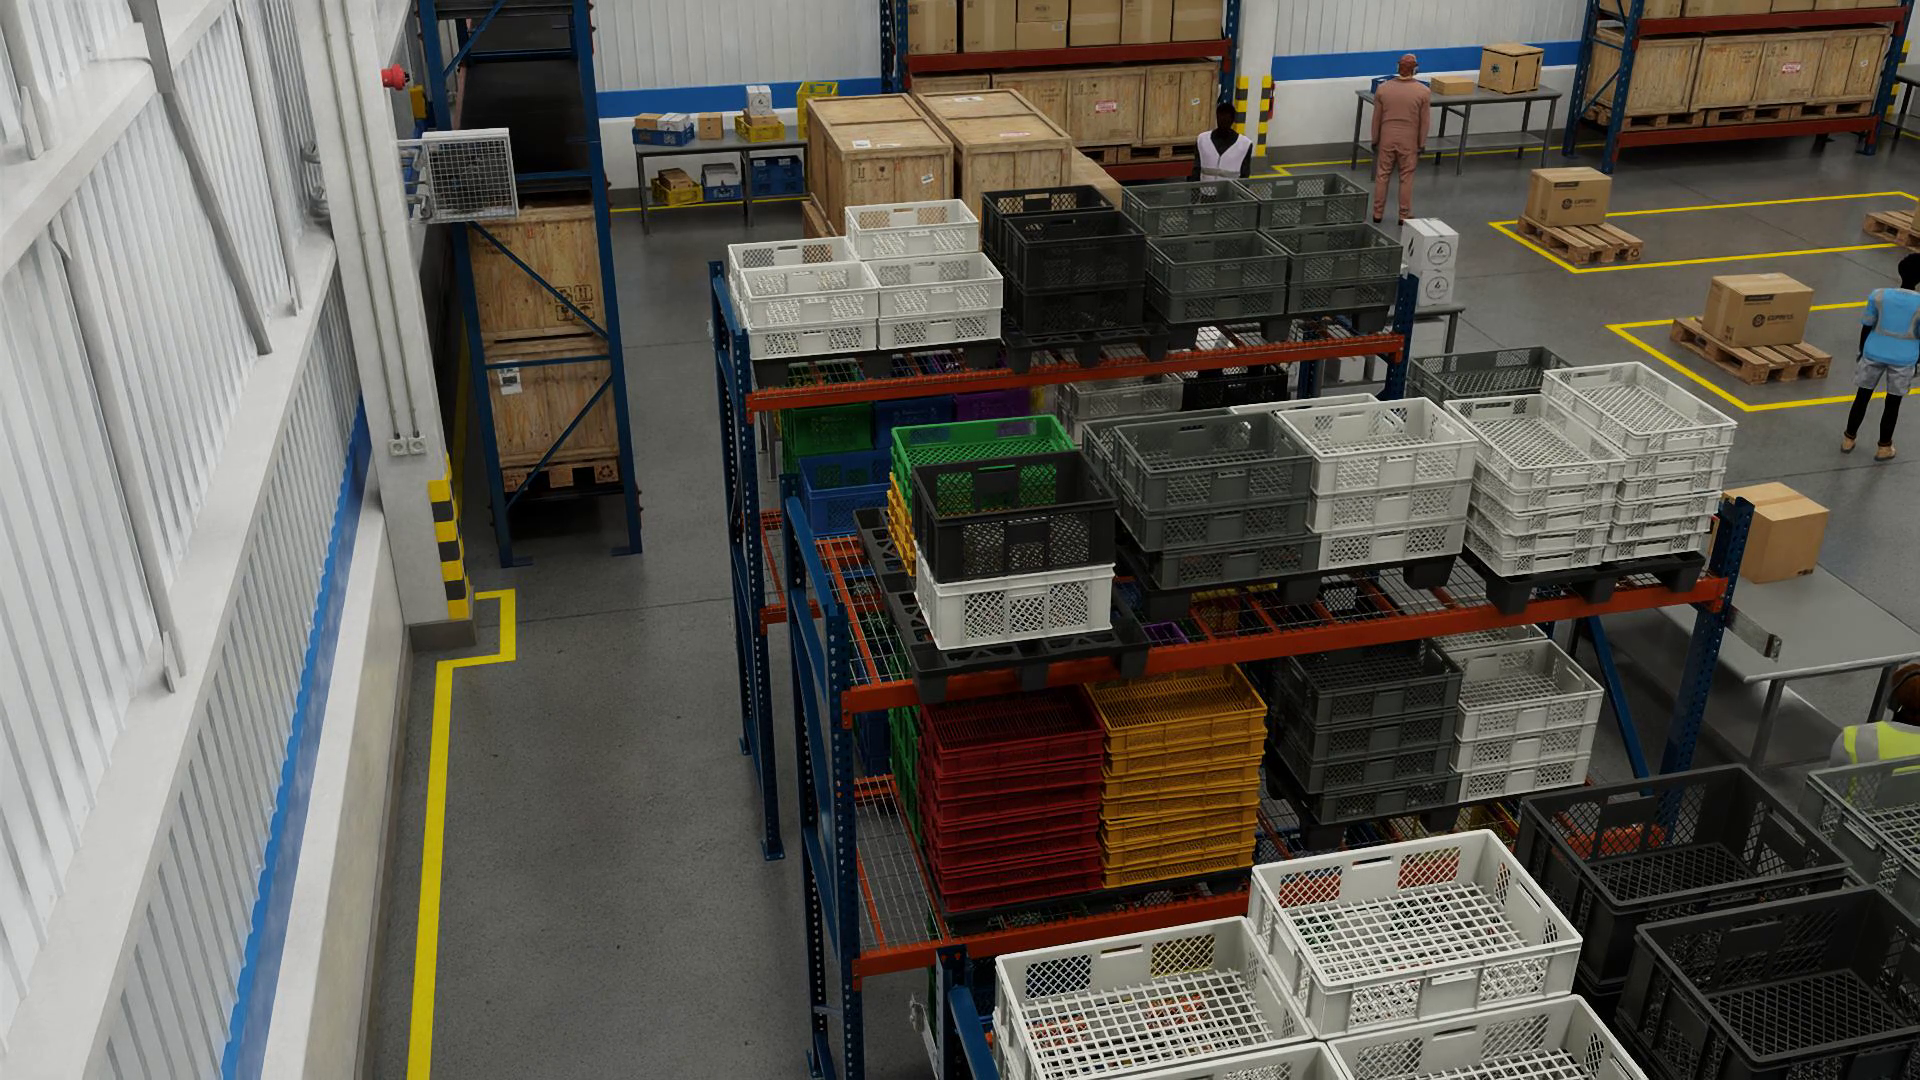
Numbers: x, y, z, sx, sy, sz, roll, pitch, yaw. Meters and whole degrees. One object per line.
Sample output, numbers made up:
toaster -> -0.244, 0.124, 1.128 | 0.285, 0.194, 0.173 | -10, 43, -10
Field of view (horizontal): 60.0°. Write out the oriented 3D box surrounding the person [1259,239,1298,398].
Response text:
person -> 2.525, -1.476, 13.110 | 0.328, 1.877, 0.511 | 11, 30, 20

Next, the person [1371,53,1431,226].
person -> 4.997, -4.550, 18.906 | 0.638, 1.911, 0.402 | 13, 30, 23

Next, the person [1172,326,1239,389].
person -> 1.768, -0.974, 12.160 | 0.578, 1.875, 0.343 | 23, 36, 37

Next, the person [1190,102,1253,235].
person -> 2.624, -3.473, 16.851 | 0.591, 1.922, 0.392 | 8, 29, 15

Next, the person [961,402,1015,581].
person -> 0.199, -0.124, 10.514 | 0.783, 1.905, 0.644 | -12, 30, -21

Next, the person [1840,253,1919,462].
person -> 7.418, -1.457, 13.266 | 0.532, 1.693, 0.319 | 23, 35, 37

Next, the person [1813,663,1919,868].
person -> 4.241, 1.396, 7.711 | 0.629, 1.836, 0.430 | 5, 28, 9
